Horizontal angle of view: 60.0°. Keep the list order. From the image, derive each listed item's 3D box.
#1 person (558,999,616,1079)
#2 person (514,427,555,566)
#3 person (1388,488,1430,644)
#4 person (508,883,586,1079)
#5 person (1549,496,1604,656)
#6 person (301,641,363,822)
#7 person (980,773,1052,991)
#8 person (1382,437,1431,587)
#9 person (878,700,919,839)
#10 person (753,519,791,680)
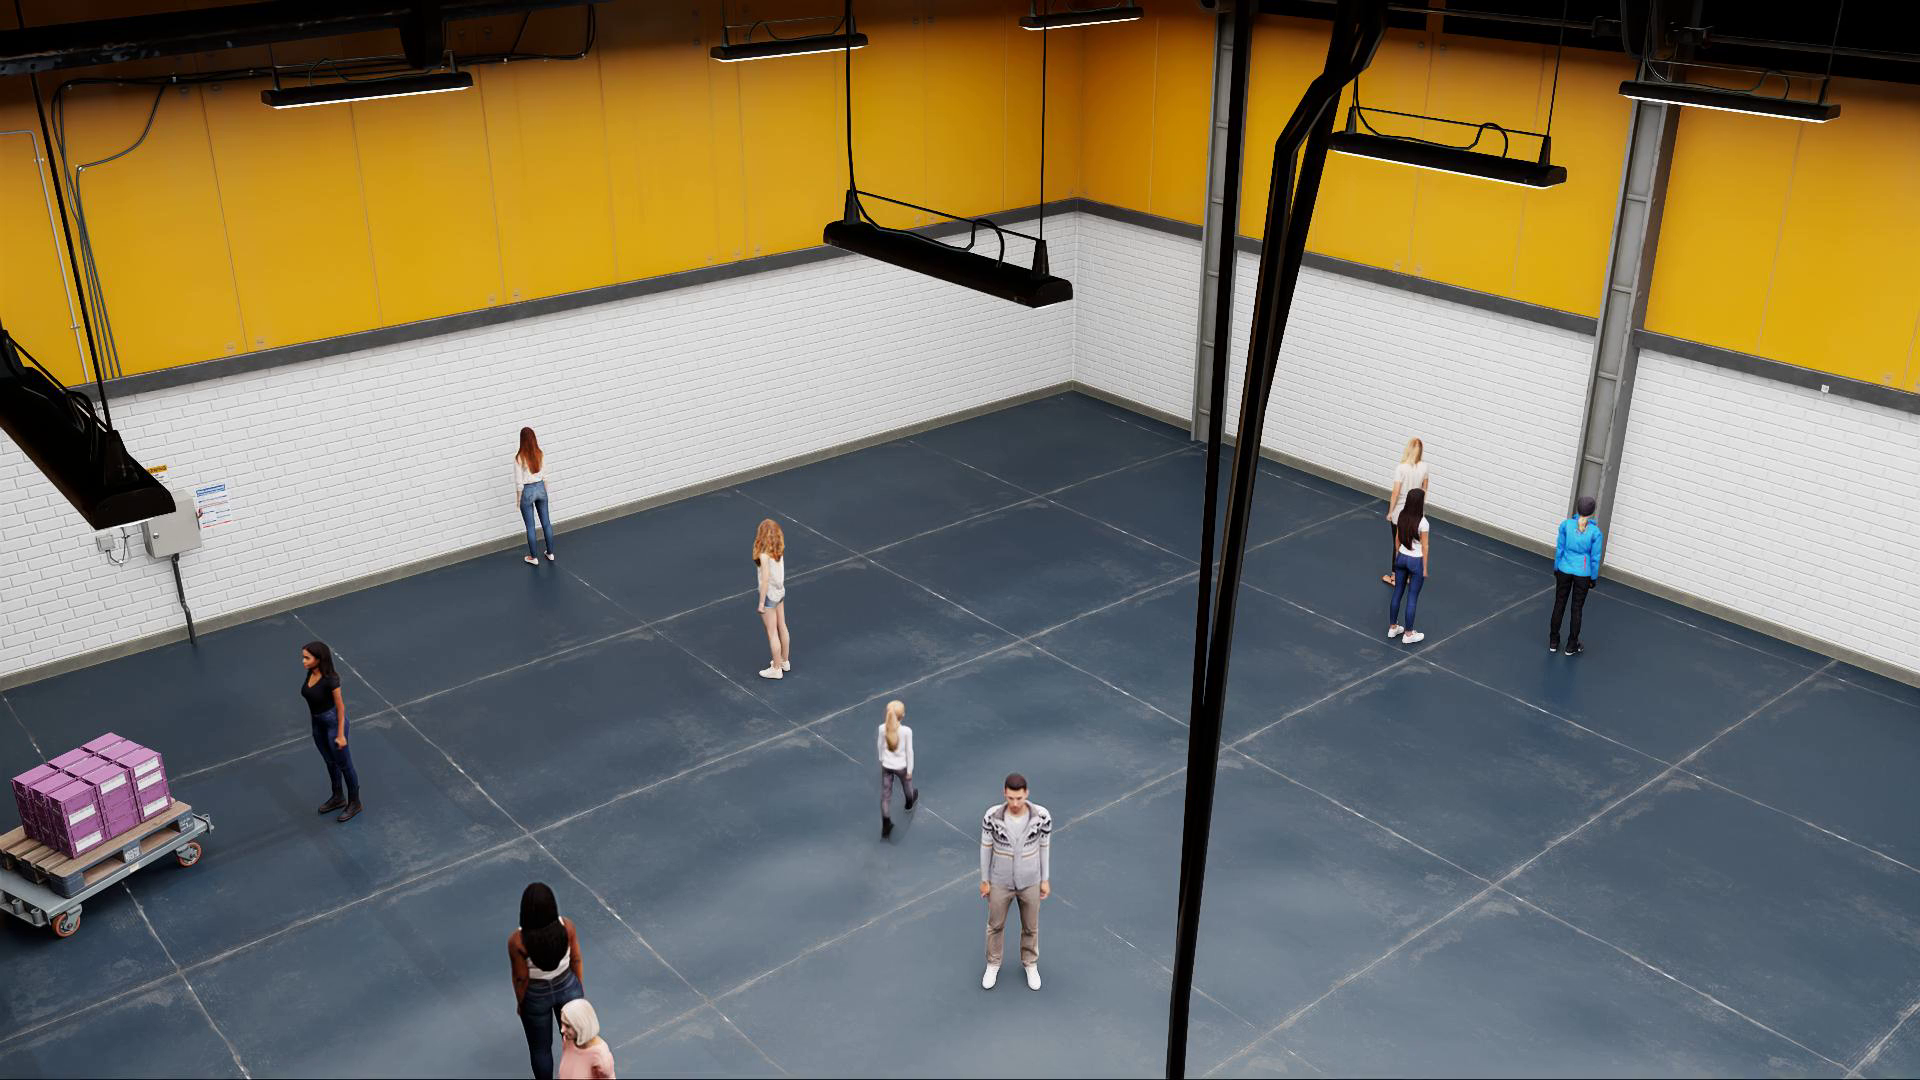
[{"bbox_3d":[-2.326,3.603,10.523,0.530,1.724,0.707,17,29,34],"label":"person"},{"bbox_3d":[-5.129,-0.545,20.006,0.572,1.729,0.498,-18,29,-35],"label":"person"},{"bbox_3d":[4.891,0.268,18.090,0.661,1.775,0.477,-16,28,-32],"label":"person"},{"bbox_3d":[-2.821,3.141,11.476,0.705,1.809,0.692,-10,26,-22],"label":"person"},{"bbox_3d":[6.585,0.369,17.832,0.526,1.797,0.717,18,29,35],"label":"person"},{"bbox_3d":[-5.640,1.683,14.898,0.553,1.739,0.687,15,28,30],"label":"person"},{"bbox_3d":[0.426,2.574,12.709,0.757,1.860,0.790,0,24,0],"label":"person"},{"bbox_3d":[5.226,-0.329,19.391,0.684,1.826,0.688,-4,24,-10],"label":"person"},{"bbox_3d":[-0.597,2.042,14.693,0.891,1.245,0.887,6,24,13],"label":"person"},{"bbox_3d":[-1.940,0.606,17.337,0.655,1.759,0.655,10,26,22],"label":"person"}]
